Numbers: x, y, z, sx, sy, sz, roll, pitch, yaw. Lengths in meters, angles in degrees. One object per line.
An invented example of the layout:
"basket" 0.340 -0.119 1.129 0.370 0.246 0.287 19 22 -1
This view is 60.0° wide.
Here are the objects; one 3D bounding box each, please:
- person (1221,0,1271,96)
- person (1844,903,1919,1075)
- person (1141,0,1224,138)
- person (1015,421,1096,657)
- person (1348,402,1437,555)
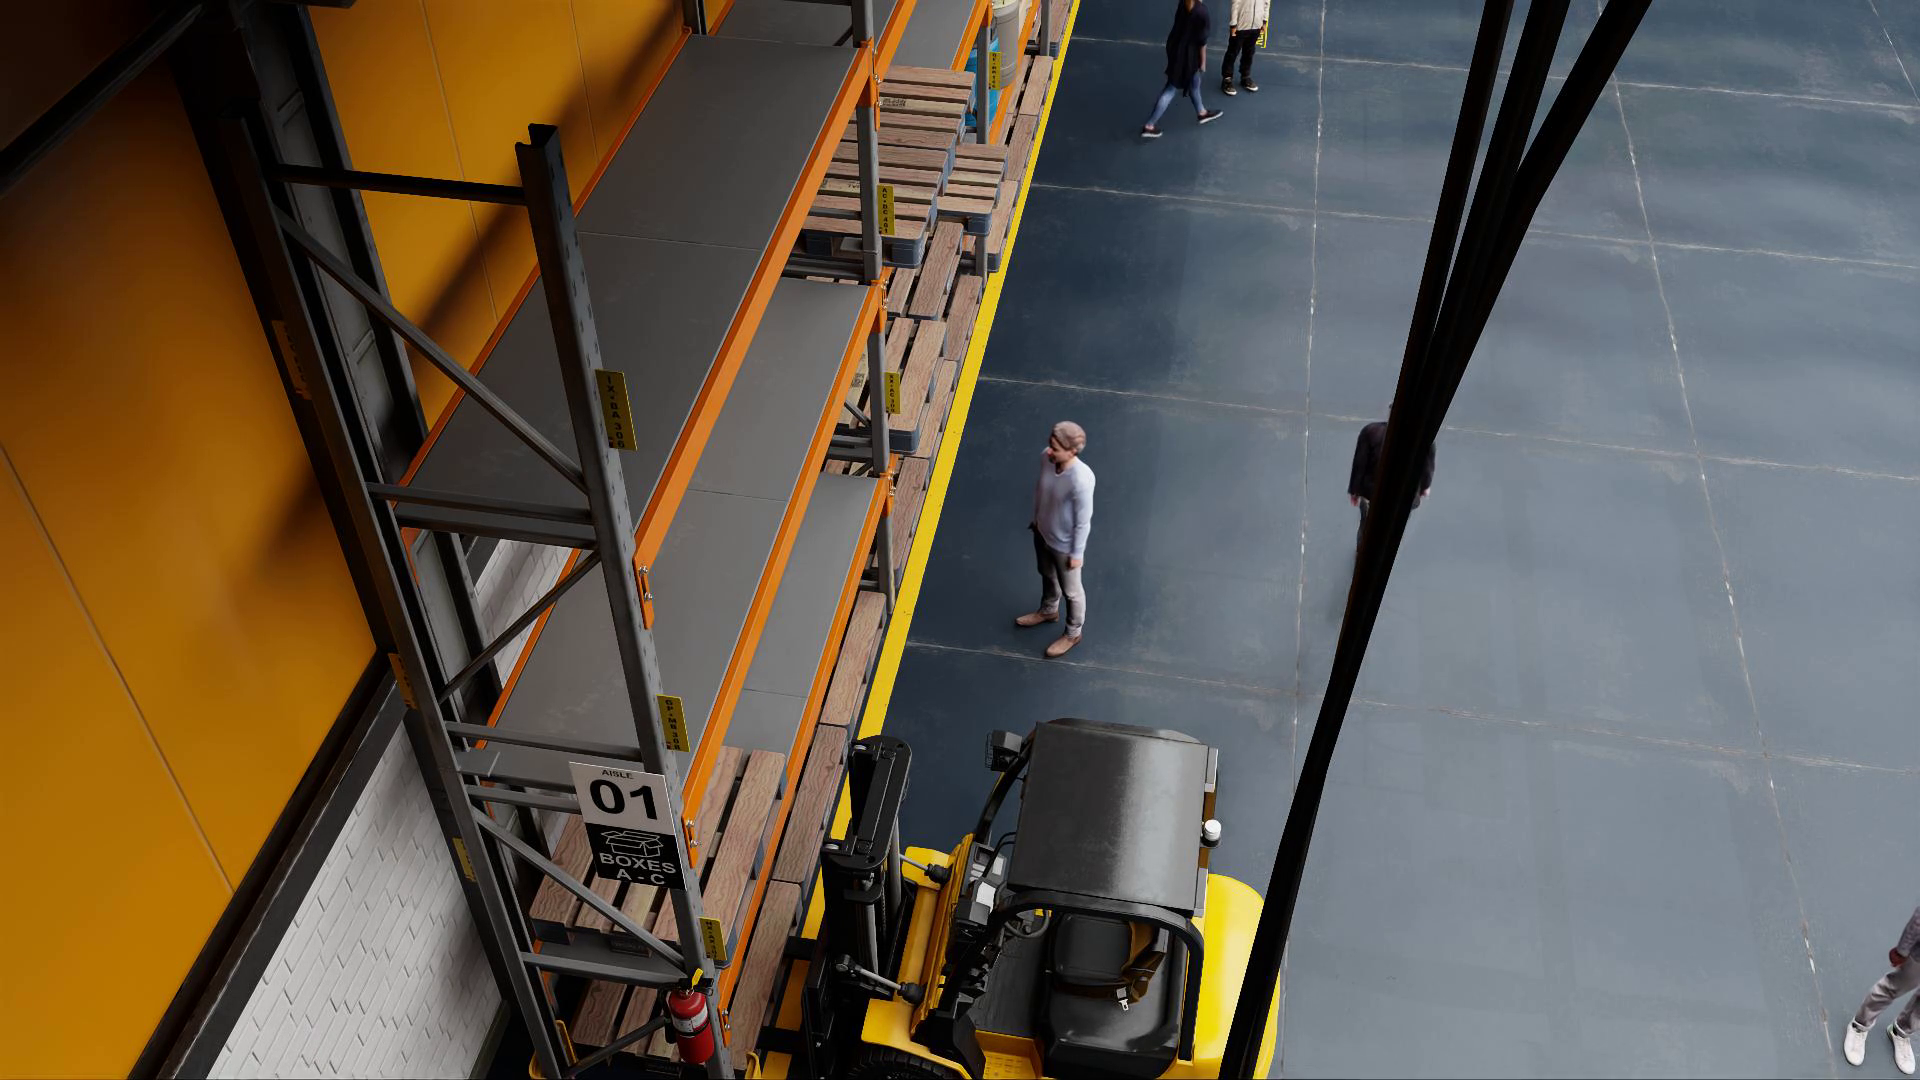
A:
"person" 2.850 -5.169 16.585 0.647 1.452 0.656 -15 46 -15
"person" 5.126 2.135 8.637 0.683 1.839 0.550 9 44 9
"person" 2.048 -4.574 15.828 1.047 1.634 1.147 -17 46 -17
"person" 0.659 -0.034 10.874 0.812 1.893 0.741 -23 48 -23
"person" 2.831 -0.210 11.118 0.824 1.813 1.044 19 47 19
